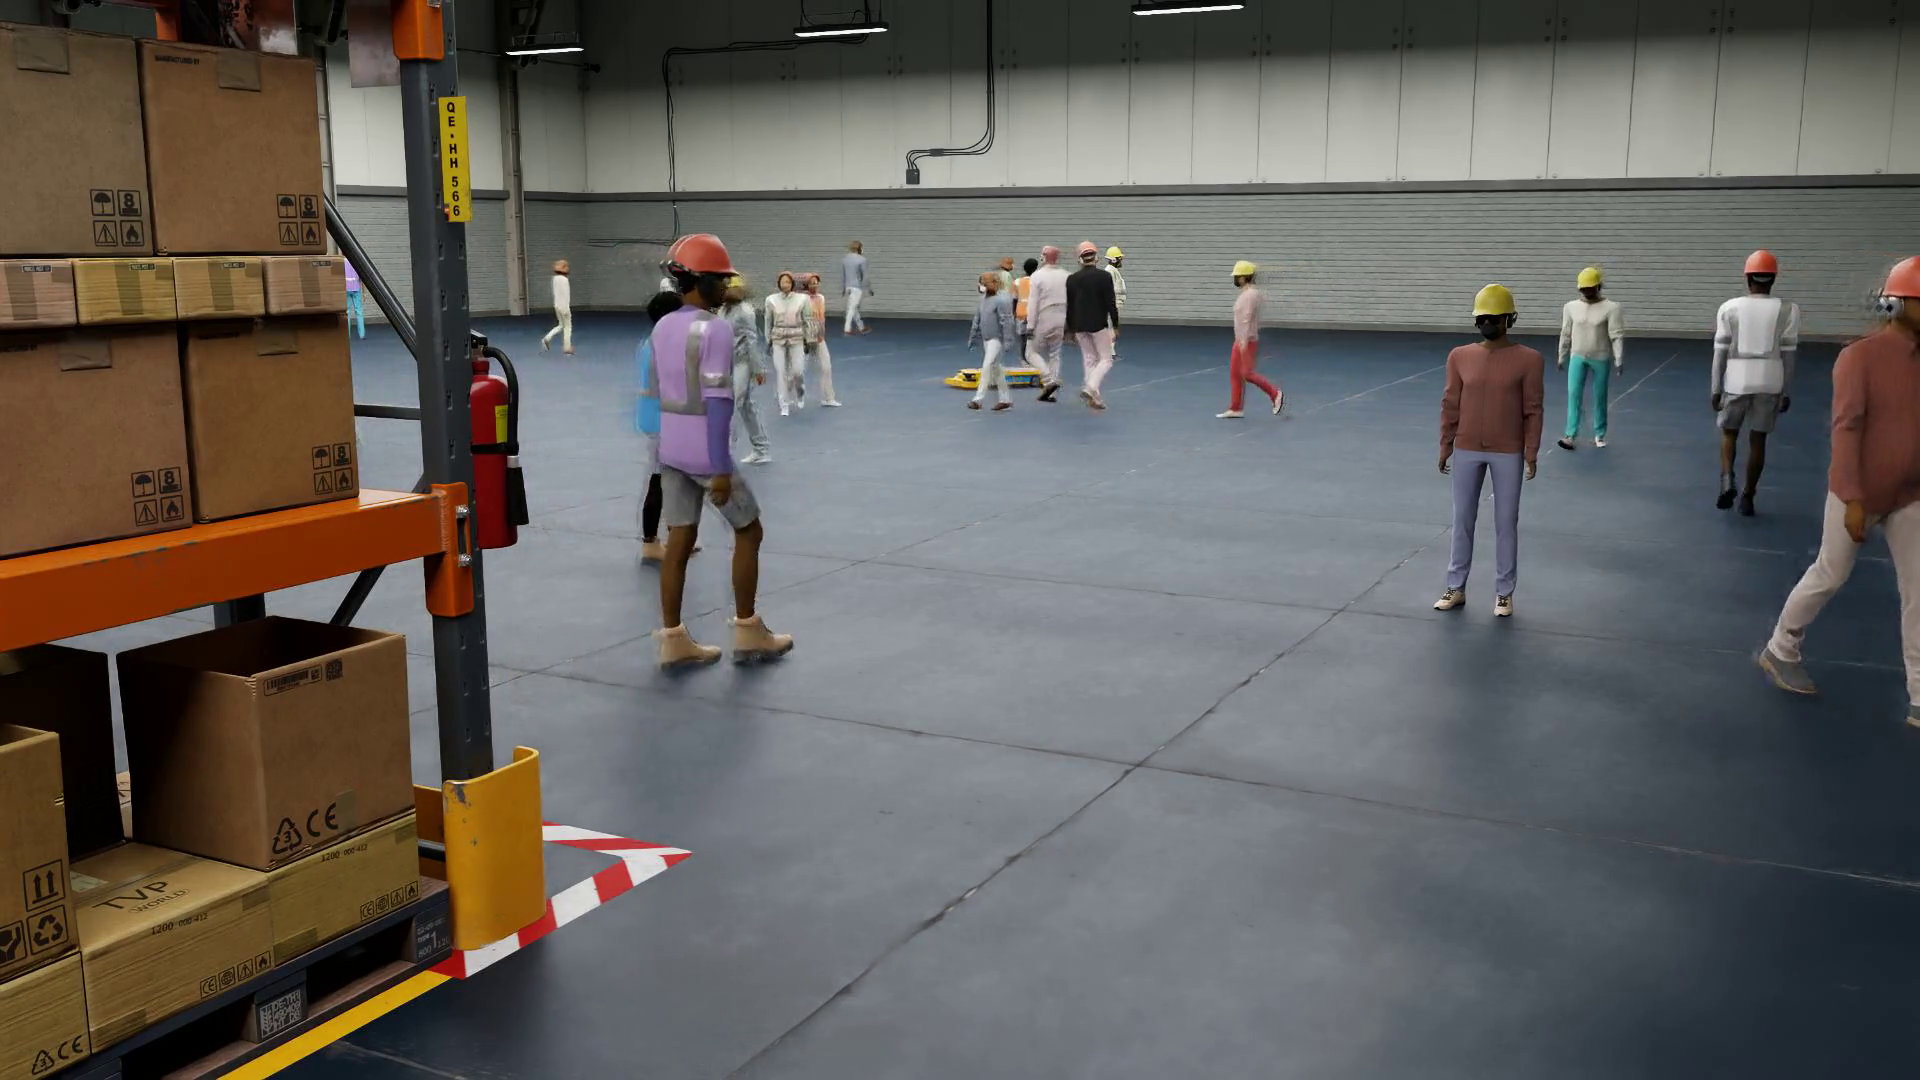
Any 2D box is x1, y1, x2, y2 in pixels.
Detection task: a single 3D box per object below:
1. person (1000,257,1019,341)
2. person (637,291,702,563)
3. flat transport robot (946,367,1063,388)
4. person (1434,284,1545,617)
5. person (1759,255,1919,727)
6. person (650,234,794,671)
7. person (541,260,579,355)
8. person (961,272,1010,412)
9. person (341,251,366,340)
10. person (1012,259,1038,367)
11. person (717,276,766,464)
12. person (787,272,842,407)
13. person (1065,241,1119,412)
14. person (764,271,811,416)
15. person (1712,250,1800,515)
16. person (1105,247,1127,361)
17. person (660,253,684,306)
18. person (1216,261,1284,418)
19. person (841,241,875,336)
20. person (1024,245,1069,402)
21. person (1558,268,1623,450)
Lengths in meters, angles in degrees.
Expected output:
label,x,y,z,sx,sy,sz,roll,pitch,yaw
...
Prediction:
label,x,y,z,sx,sy,sz,roll,pitch,yaw
person,0.819,-4.598,31.785,0.565,1.616,0.513,-1,10,-4
person,-1.761,-0.695,10.297,0.557,1.677,0.545,-4,11,-20
flat transport robot,0.596,-2.188,22.302,1.431,0.197,0.652,-5,11,-24
person,2.815,-0.472,8.870,0.534,1.767,0.317,6,12,31
person,3.852,-0.219,7.016,0.607,1.952,1.024,-2,11,-13
person,-1.120,-0.410,7.824,0.806,2.017,0.651,-9,14,-41
person,-6.765,-3.918,28.084,0.539,1.618,0.499,-8,13,-37
person,0.268,-2.255,19.027,0.812,1.595,0.530,-6,12,-31
person,-11.800,-4.785,32.176,0.564,1.842,0.392,-4,11,-21
person,1.072,-3.334,24.722,0.548,1.670,0.693,4,11,19
person,-2.028,-1.489,14.539,0.837,1.704,0.508,-9,14,-40
person,-1.808,-2.380,19.721,0.794,1.603,0.521,7,13,35
person,1.479,-2.420,18.978,0.673,1.949,0.596,6,12,30
person,-1.940,-2.215,18.741,0.521,1.630,0.415,-1,10,-3
person,5.722,-1.122,12.006,0.546,1.923,0.438,5,12,26
person,2.496,-3.828,26.976,0.403,1.837,0.590,1,10,5
person,-3.240,-2.457,19.478,0.507,1.846,0.345,-2,11,-11
person,3.207,-2.203,18.350,0.650,1.746,0.537,-1,10,-6
person,-2.033,-5.060,33.525,0.955,1.898,0.642,-9,14,-42
person,1.056,-2.611,20.164,0.666,1.895,0.429,-8,13,-36
person,5.935,-1.695,15.684,0.607,1.704,0.921,7,12,32
